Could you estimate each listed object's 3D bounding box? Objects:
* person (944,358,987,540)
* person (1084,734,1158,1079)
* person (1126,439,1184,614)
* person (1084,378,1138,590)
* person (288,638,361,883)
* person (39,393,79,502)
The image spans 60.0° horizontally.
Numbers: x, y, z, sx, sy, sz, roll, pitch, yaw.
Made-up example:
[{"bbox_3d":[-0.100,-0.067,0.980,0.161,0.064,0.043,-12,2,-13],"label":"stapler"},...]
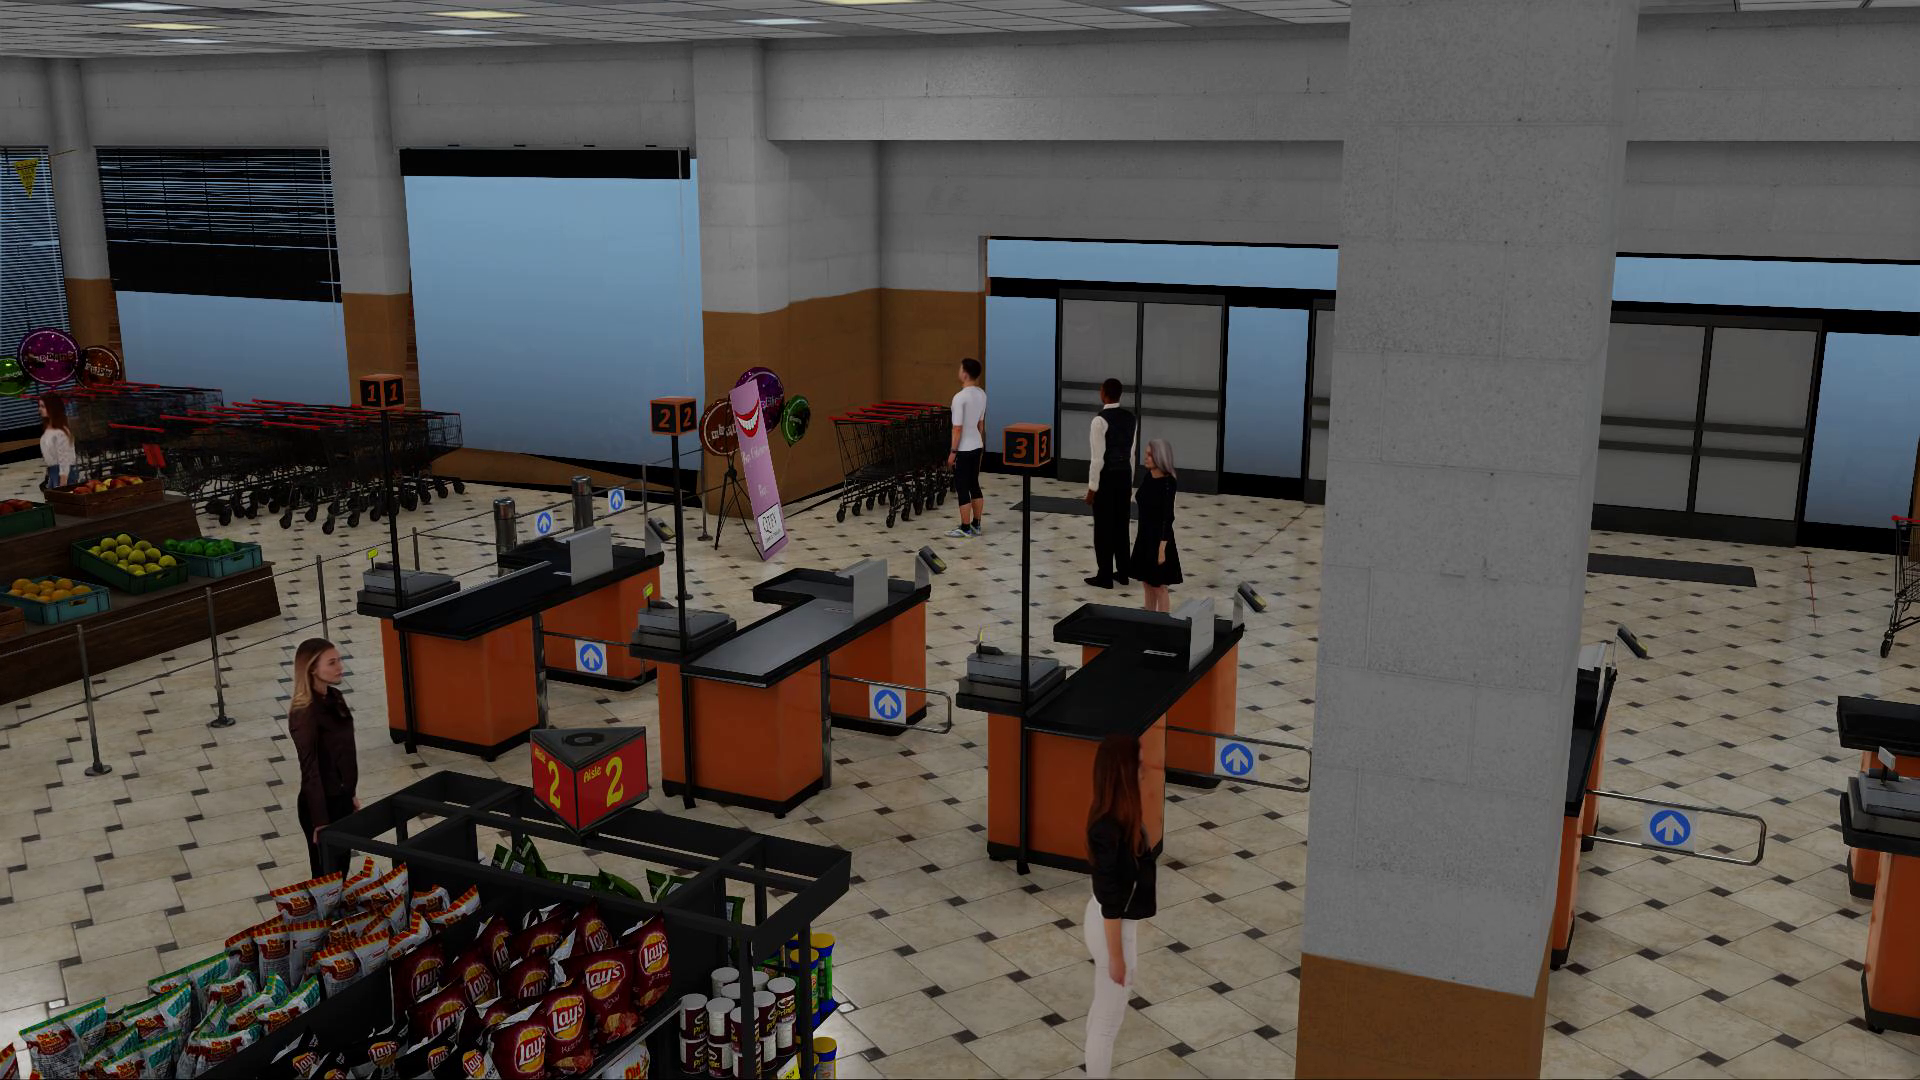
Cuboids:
[{"bbox_3d":[0.081,-0.950,17.085,0.763,1.853,0.561,9,16,34],"label":"person"},{"bbox_3d":[0.634,1.604,6.874,0.731,1.703,0.566,2,14,7],"label":"person"},{"bbox_3d":[1.539,0.054,13.172,0.746,1.747,0.697,-6,15,-24],"label":"person"},{"bbox_3d":[1.381,-0.505,15.195,0.699,1.879,0.842,-10,17,-36],"label":"person"},{"bbox_3d":[-3.102,1.294,8.147,0.733,1.704,0.590,0,14,0],"label":"person"},{"bbox_3d":[-8.405,-0.555,15.756,0.839,1.712,0.758,-9,16,-32],"label":"person"}]
